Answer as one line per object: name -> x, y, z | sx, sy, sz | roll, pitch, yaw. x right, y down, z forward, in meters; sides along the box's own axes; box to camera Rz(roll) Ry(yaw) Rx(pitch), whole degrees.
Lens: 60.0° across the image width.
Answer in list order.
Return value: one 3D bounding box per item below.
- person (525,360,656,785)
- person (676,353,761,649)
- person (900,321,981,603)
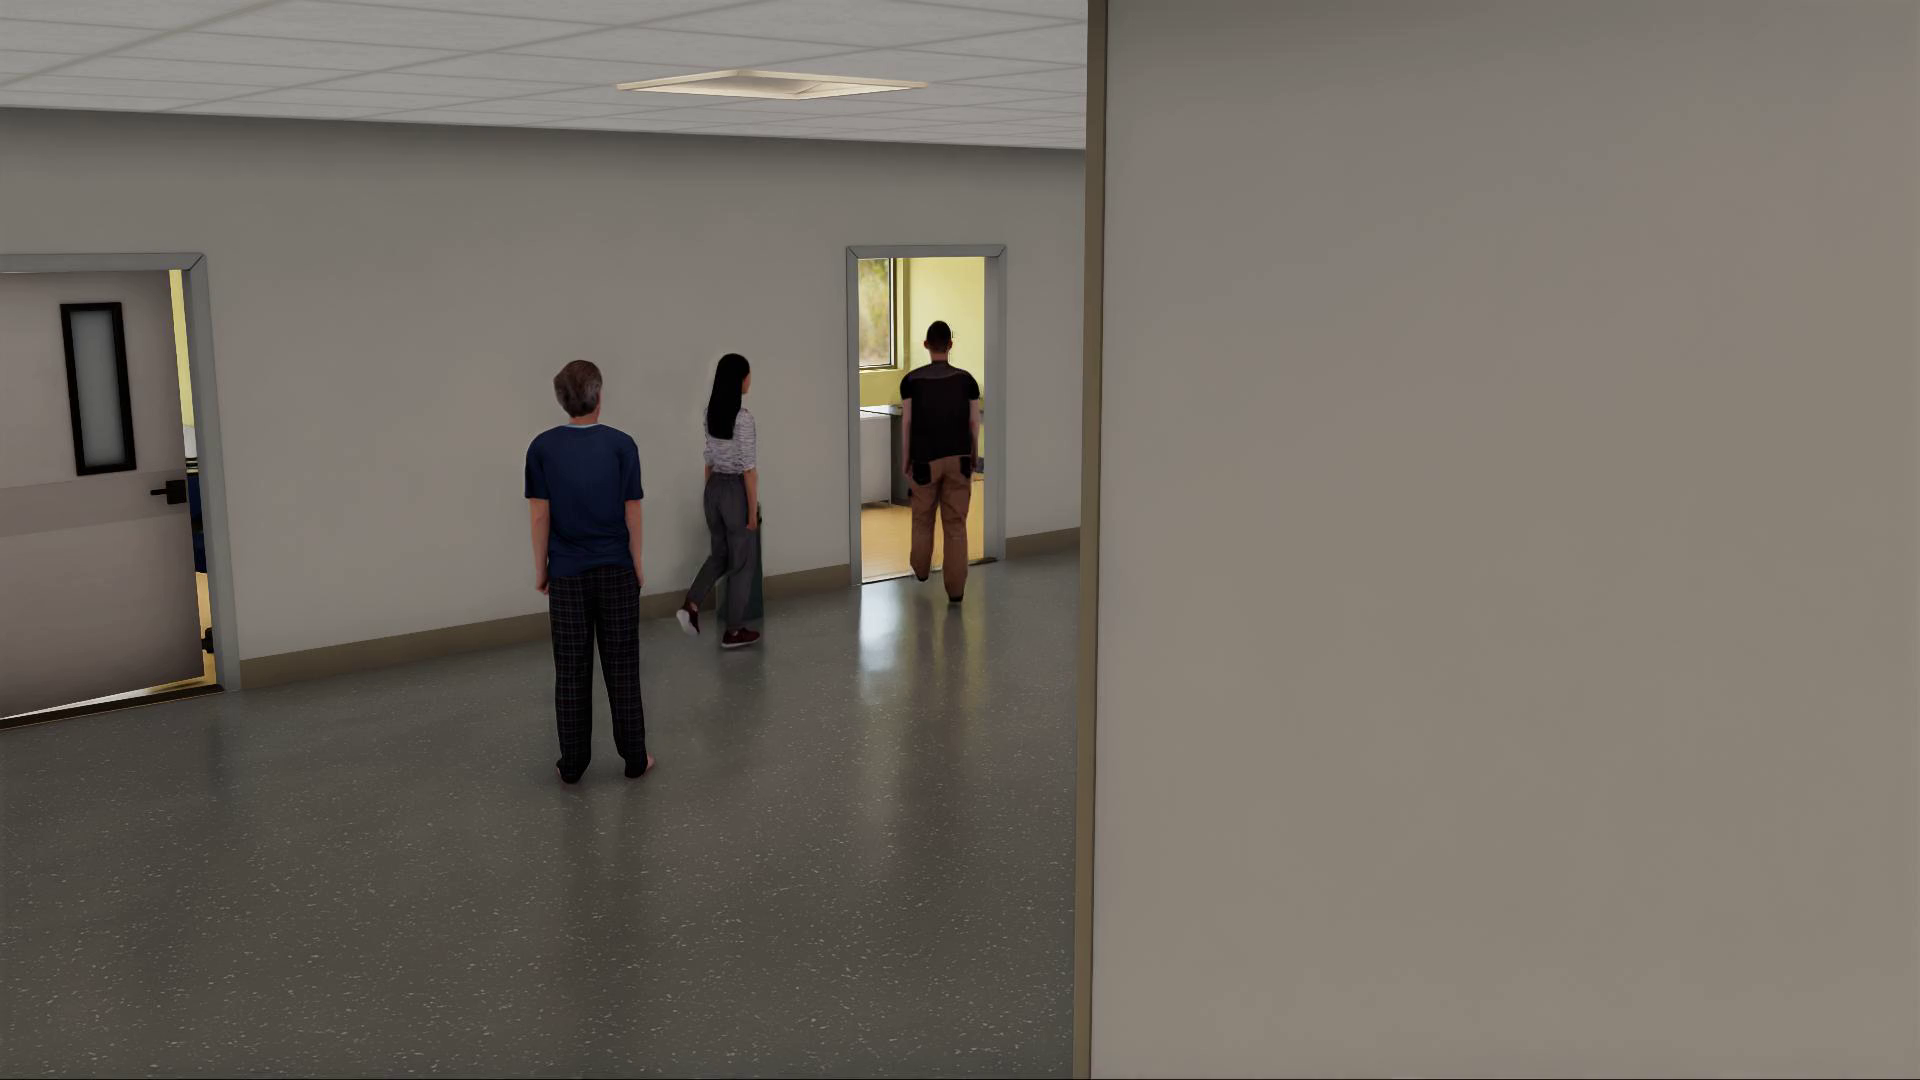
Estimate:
person -> -1.625, 0.143, 7.344 | 0.671, 1.869, 0.798 | -2, 11, -9
person -> -1.385, -0.190, 9.510 | 0.681, 1.717, 0.844 | 9, 14, 40
person -> -0.119, -0.482, 10.831 | 1.162, 1.798, 1.162 | 0, 11, -2
